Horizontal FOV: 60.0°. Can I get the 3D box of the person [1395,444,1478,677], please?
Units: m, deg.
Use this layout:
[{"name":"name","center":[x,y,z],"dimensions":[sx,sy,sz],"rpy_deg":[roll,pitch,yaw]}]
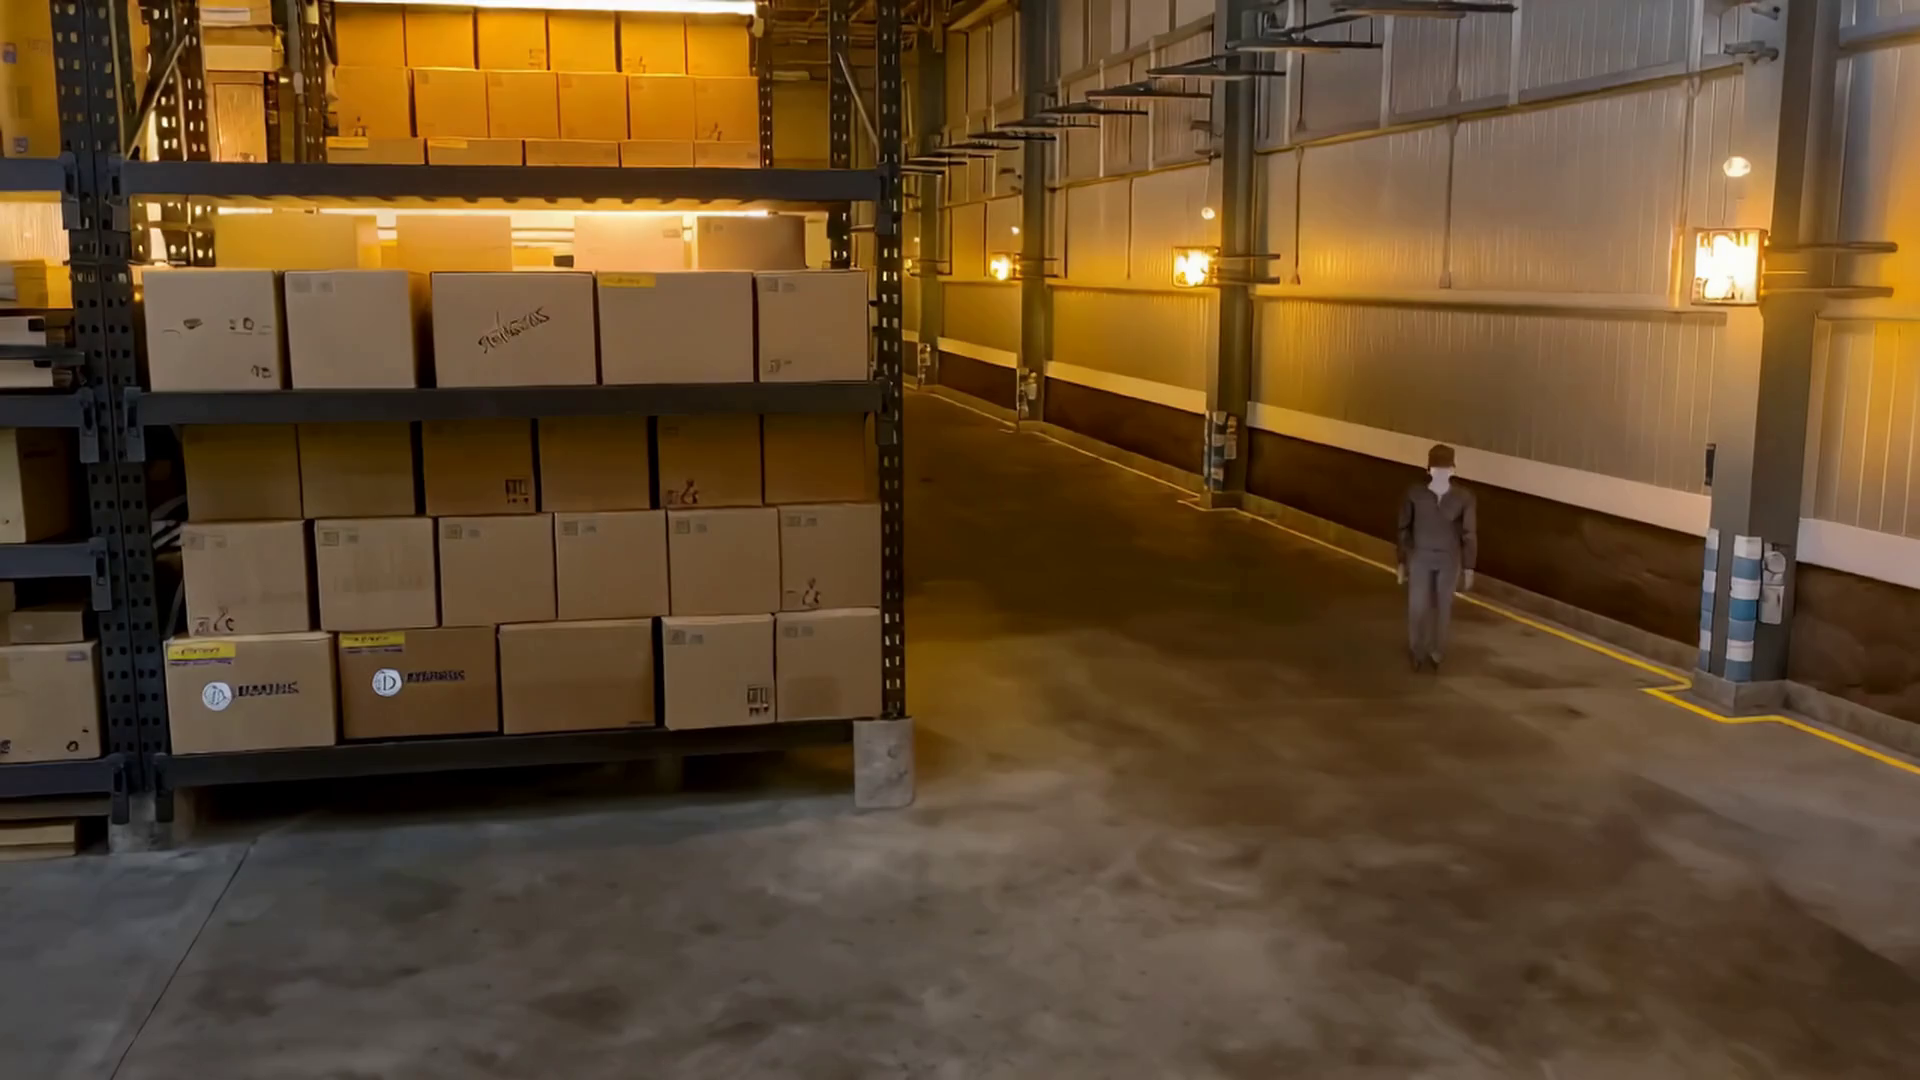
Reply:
[{"name":"person","center":[3.519,0.159,12.278],"dimensions":[0.588,1.737,0.454],"rpy_deg":[2,10,11]}]
